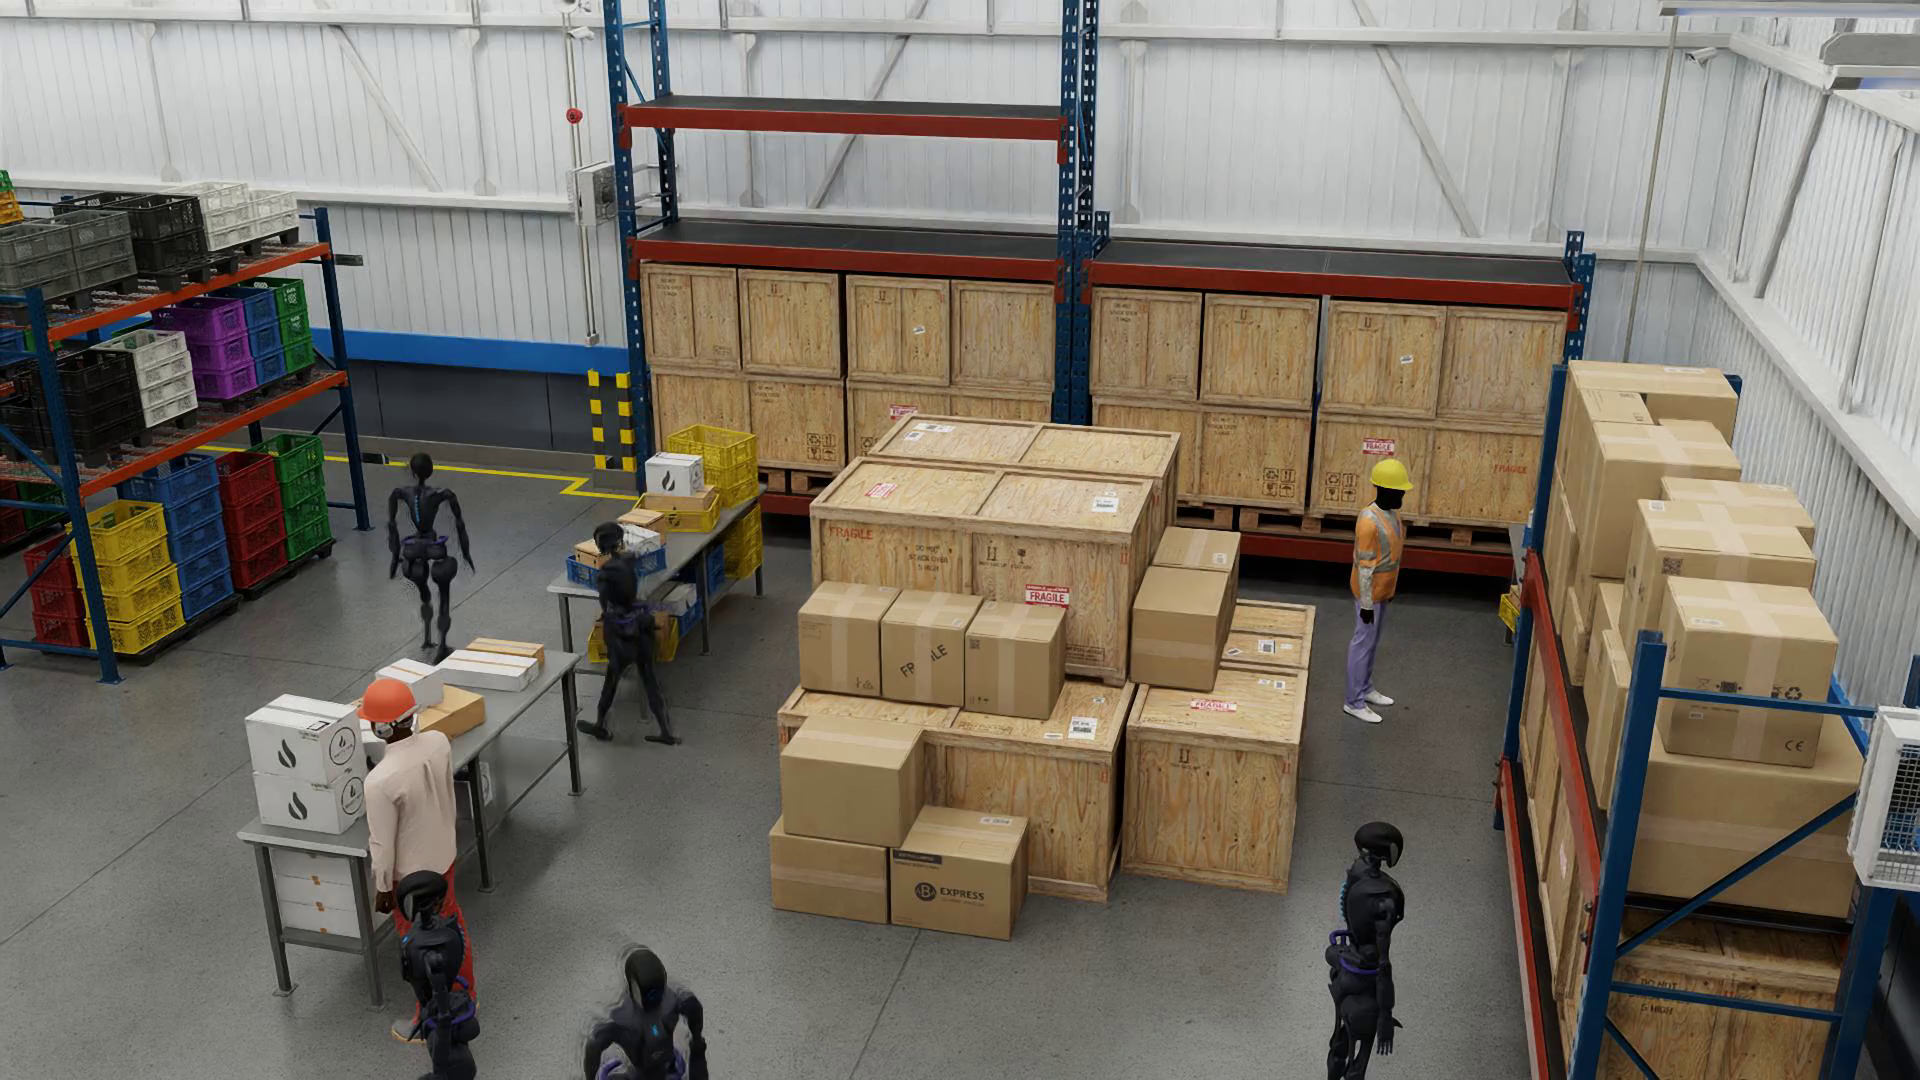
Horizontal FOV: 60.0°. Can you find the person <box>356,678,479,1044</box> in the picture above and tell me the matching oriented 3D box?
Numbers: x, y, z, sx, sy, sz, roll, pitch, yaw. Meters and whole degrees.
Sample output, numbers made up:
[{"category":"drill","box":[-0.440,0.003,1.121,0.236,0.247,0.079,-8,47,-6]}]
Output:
[{"category":"person","box":[-2.767,1.613,8.428,0.405,1.986,0.615,7,22,17]}]

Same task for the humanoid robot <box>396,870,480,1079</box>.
[{"category":"humanoid robot","box":[-2.299,2.186,7.335,0.329,1.657,0.583,-10,23,-24]}]

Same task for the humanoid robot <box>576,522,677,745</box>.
[{"category":"humanoid robot","box":[-2.328,0.650,11.421,0.751,1.619,0.554,9,23,22]}]

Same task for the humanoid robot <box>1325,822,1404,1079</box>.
[{"category":"humanoid robot","box":[1.877,2.042,7.710,0.324,1.658,0.602,-1,21,-3]}]

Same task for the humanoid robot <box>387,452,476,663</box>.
[{"category":"humanoid robot","box":[-4.068,0.119,12.764,0.625,1.641,0.440,1,21,3]}]

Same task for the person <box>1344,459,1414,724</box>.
[{"category":"person","box":[2.968,0.343,11.826,0.366,1.927,0.586,11,24,27]}]

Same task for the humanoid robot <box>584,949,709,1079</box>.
[{"category":"humanoid robot","box":[-1.370,2.334,7.027,0.608,1.619,0.760,-12,24,-29]}]
